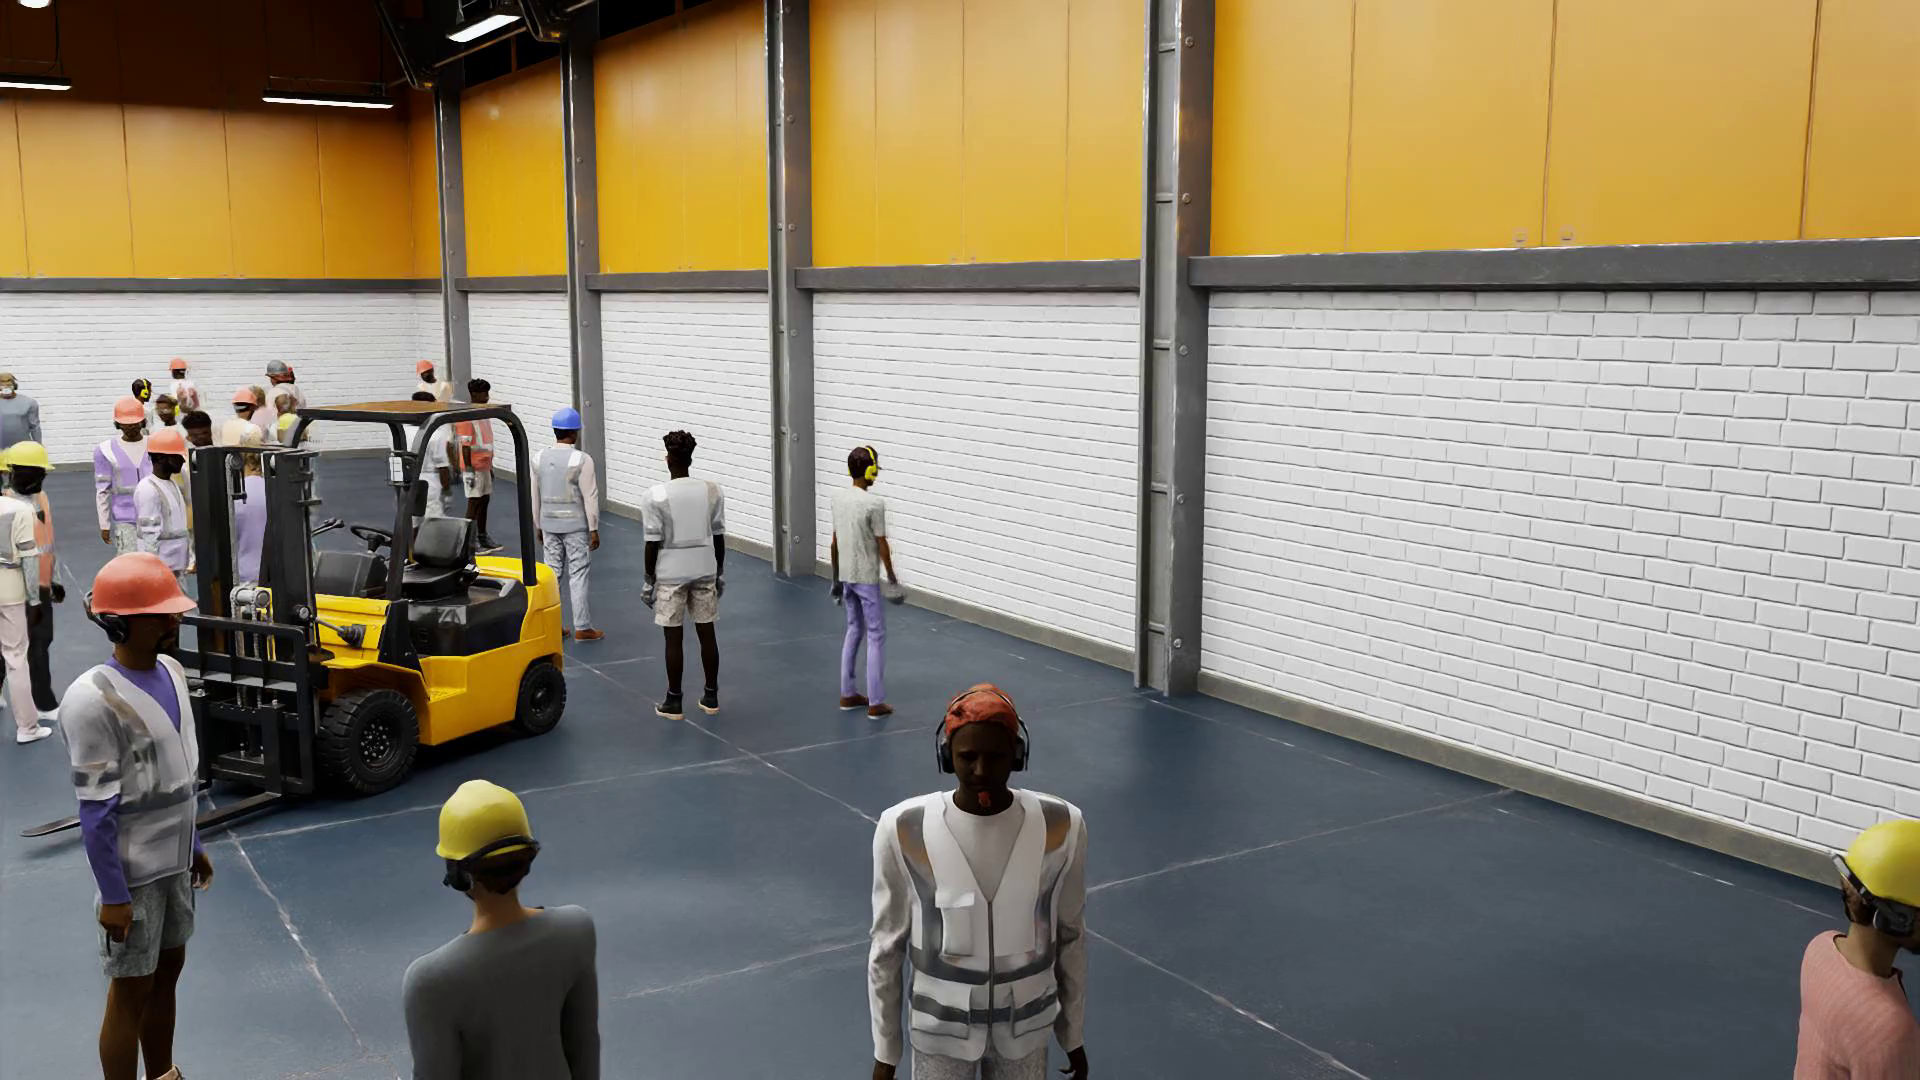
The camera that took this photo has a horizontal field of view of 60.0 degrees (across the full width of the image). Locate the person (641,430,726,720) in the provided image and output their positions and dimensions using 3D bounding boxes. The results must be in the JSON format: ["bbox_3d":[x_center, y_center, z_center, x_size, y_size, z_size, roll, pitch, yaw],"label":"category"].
[{"bbox_3d":[-1.871,0.233,11.277,0.600,1.967,0.367,-5,10,-30],"label":"person"}]

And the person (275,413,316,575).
[{"bbox_3d":[-6.426,-0.356,16.058,0.358,1.724,0.530,3,9,17],"label":"person"}]

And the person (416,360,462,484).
[{"bbox_3d":[-7.859,-1.762,24.987,0.594,1.887,0.530,1,9,9],"label":"person"}]

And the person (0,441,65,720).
[{"bbox_3d":[-6.376,0.272,11.270,0.744,1.903,0.592,0,8,-1],"label":"person"}]

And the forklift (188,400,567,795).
[{"bbox_3d":[-3.529,0.258,10.348,1.214,2.155,2.313,4,9,25],"label":"forklift"}]

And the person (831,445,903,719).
[{"bbox_3d":[-0.653,0.282,11.339,0.386,1.856,0.523,-7,11,-41],"label":"person"}]

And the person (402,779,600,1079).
[{"bbox_3d":[-1.072,1.428,3.905,0.326,1.765,0.533,6,11,37],"label":"person"}]

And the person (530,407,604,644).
[{"bbox_3d":[-3.232,-0.116,13.698,0.617,1.946,0.396,3,9,21],"label":"person"}]

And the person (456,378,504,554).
[{"bbox_3d":[-5.324,-0.813,18.393,0.389,1.953,0.613,1,9,8],"label":"person"}]

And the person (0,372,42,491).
[{"bbox_3d":[-11.545,-1.081,20.281,0.637,1.929,0.368,-5,10,-30],"label":"person"}]

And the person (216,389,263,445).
[{"bbox_3d":[-7.321,-0.587,17.031,0.594,1.910,0.433,4,9,24],"label":"person"}]

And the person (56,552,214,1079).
[{"bbox_3d":[-2.666,1.051,5.507,0.378,2.045,0.605,0,8,0],"label":"person"}]

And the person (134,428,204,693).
[{"bbox_3d":[-5.625,0.170,11.843,0.388,1.929,0.547,-1,8,-4],"label":"person"}]

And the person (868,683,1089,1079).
[{"bbox_3d":[0.053,1.299,4.369,0.584,1.882,0.337,-1,9,-8],"label":"person"}]

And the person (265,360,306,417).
[{"bbox_3d":[-8.765,-1.314,21.459,0.535,2.000,0.688,2,9,11],"label":"person"}]

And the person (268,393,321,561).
[{"bbox_3d":[-7.110,-0.649,17.758,0.609,1.808,0.602,1,9,8],"label":"person"}]

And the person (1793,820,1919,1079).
[{"bbox_3d":[1.992,1.467,3.684,0.343,1.755,0.531,2,9,12],"label":"person"}]

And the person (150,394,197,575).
[{"bbox_3d":[-8.044,-0.567,17.044,0.526,1.860,0.320,1,9,7],"label":"person"}]

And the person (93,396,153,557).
[{"bbox_3d":[-6.883,-0.192,13.944,0.614,2.031,0.402,-6,10,-33],"label":"person"}]

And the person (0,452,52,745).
[{"bbox_3d":[-6.152,0.359,10.579,0.588,1.923,0.383,-1,9,-8],"label":"person"}]

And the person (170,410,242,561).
[{"bbox_3d":[-6.347,-0.158,14.135,0.644,1.915,0.994,-3,9,-17],"label":"person"}]

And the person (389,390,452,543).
[{"bbox_3d":[-5.179,-0.459,15.991,0.635,1.952,0.414,3,9,18],"label":"person"}]
